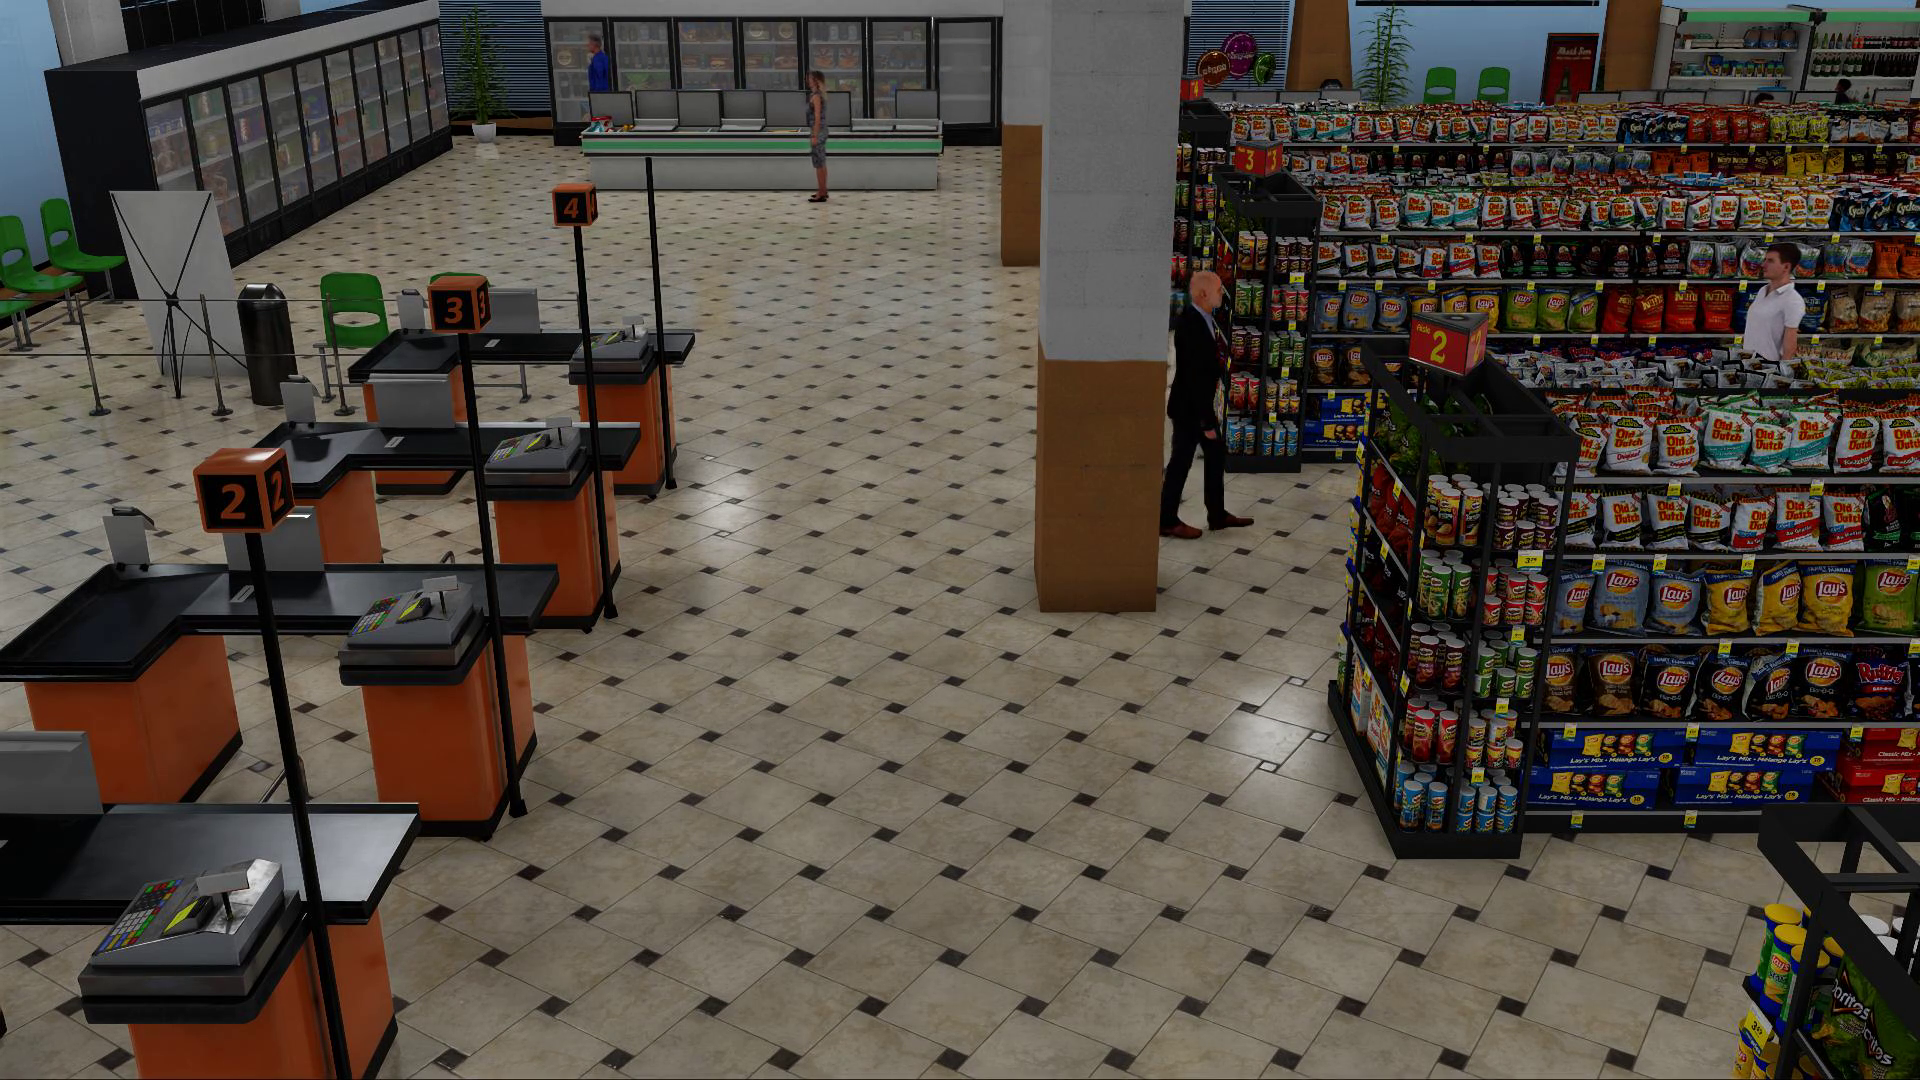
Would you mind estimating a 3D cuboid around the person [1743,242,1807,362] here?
[{"bbox_3d":[5.460,-1.103,11.303,0.543,1.851,0.652,-1,22,-3],"label":"person"}]

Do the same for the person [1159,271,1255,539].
[{"bbox_3d":[1.429,-0.861,10.786,0.931,1.786,0.810,4,22,10],"label":"person"}]

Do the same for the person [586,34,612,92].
[{"bbox_3d":[-5.538,-6.863,25.650,0.659,1.841,0.740,1,22,2],"label":"person"}]

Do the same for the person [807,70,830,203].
[{"bbox_3d":[-1.865,-5.378,22.140,0.515,1.703,0.595,2,22,6],"label":"person"}]

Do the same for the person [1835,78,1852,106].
[{"bbox_3d":[13.157,-6.274,24.948,0.598,1.271,0.672,-14,26,-31],"label":"person"}]
